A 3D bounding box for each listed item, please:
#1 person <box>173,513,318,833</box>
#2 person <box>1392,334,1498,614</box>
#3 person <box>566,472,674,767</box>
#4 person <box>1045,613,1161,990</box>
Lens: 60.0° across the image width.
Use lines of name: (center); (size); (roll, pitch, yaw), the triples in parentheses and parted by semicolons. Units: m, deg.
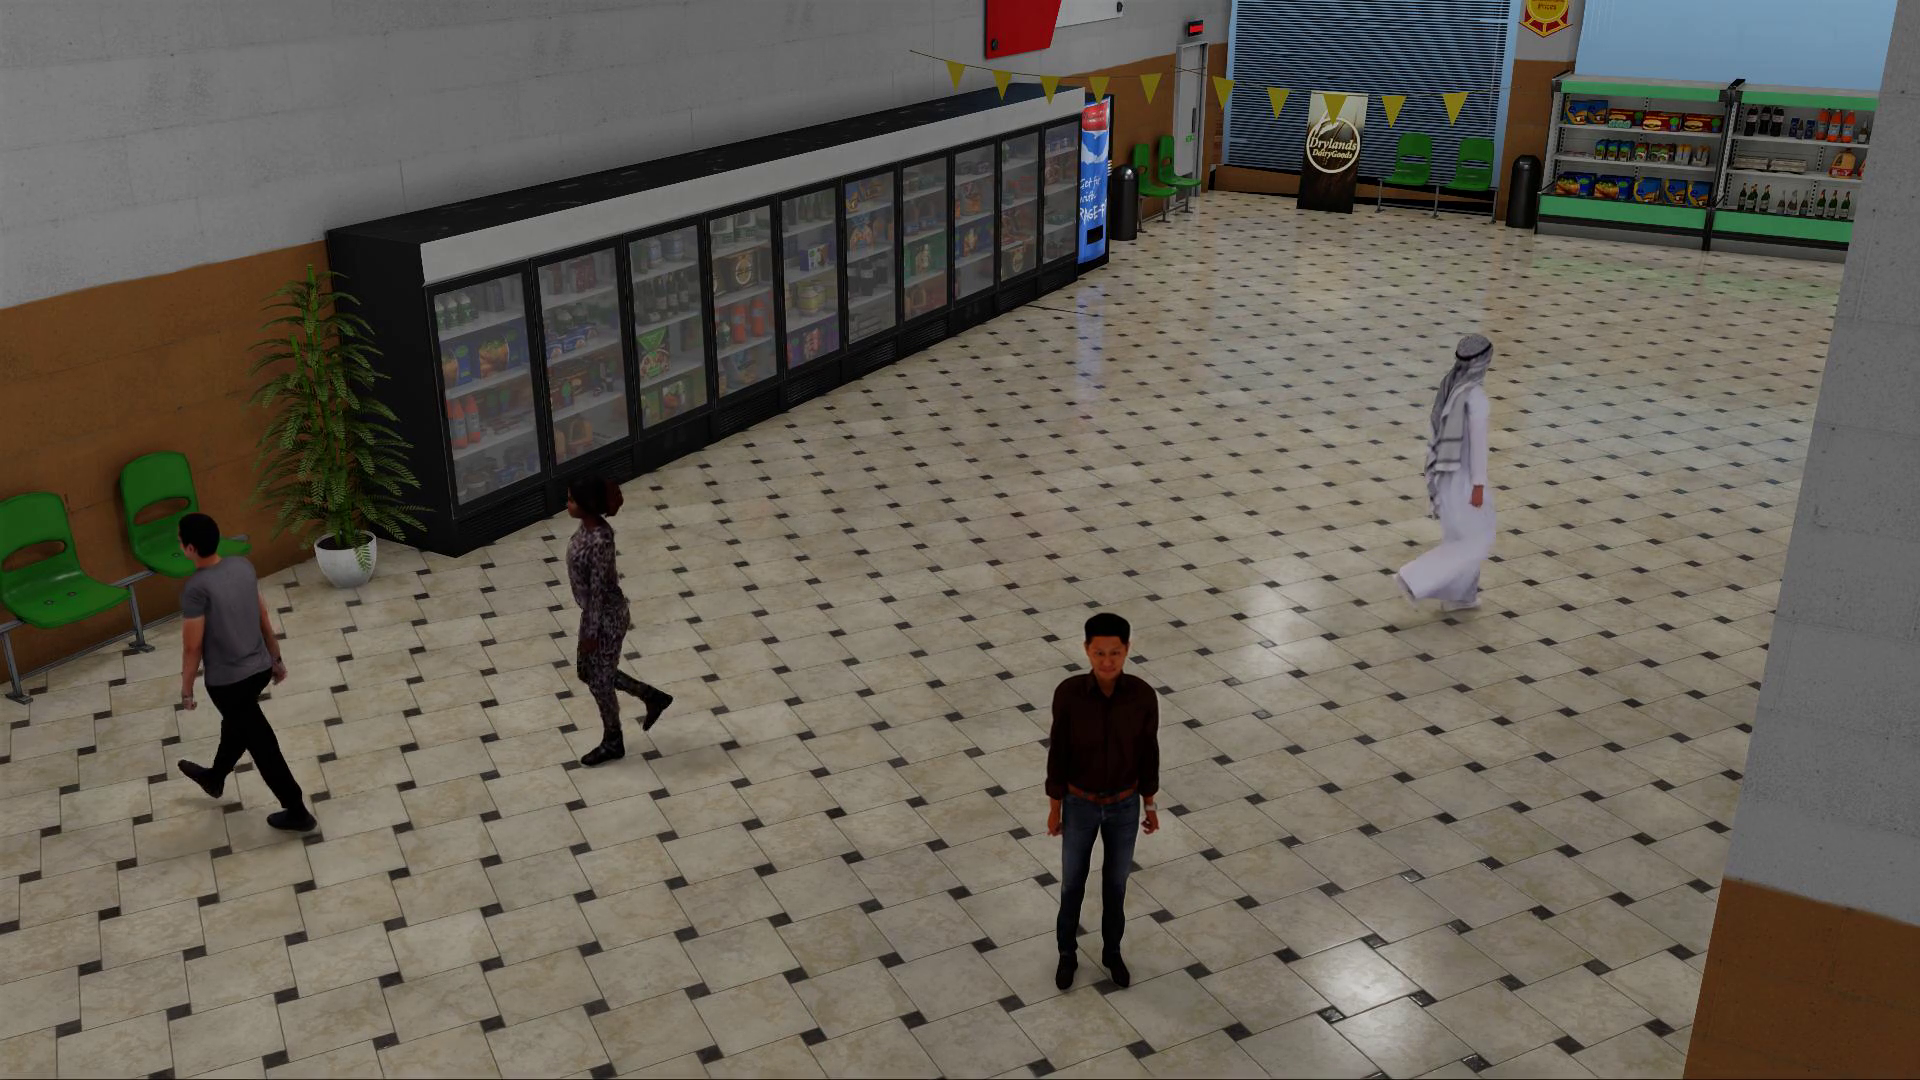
person: (-3.560, 0.707, 8.364); (1.199, 1.710, 0.842); (6, 23, 14)
person: (3.178, -0.382, 10.810); (1.080, 1.906, 0.997); (-4, 22, -9)
person: (-1.861, 0.435, 9.049); (0.873, 1.703, 0.847); (-9, 24, -21)
person: (0.606, 1.129, 7.217); (0.661, 1.782, 0.780); (-1, 22, -3)
